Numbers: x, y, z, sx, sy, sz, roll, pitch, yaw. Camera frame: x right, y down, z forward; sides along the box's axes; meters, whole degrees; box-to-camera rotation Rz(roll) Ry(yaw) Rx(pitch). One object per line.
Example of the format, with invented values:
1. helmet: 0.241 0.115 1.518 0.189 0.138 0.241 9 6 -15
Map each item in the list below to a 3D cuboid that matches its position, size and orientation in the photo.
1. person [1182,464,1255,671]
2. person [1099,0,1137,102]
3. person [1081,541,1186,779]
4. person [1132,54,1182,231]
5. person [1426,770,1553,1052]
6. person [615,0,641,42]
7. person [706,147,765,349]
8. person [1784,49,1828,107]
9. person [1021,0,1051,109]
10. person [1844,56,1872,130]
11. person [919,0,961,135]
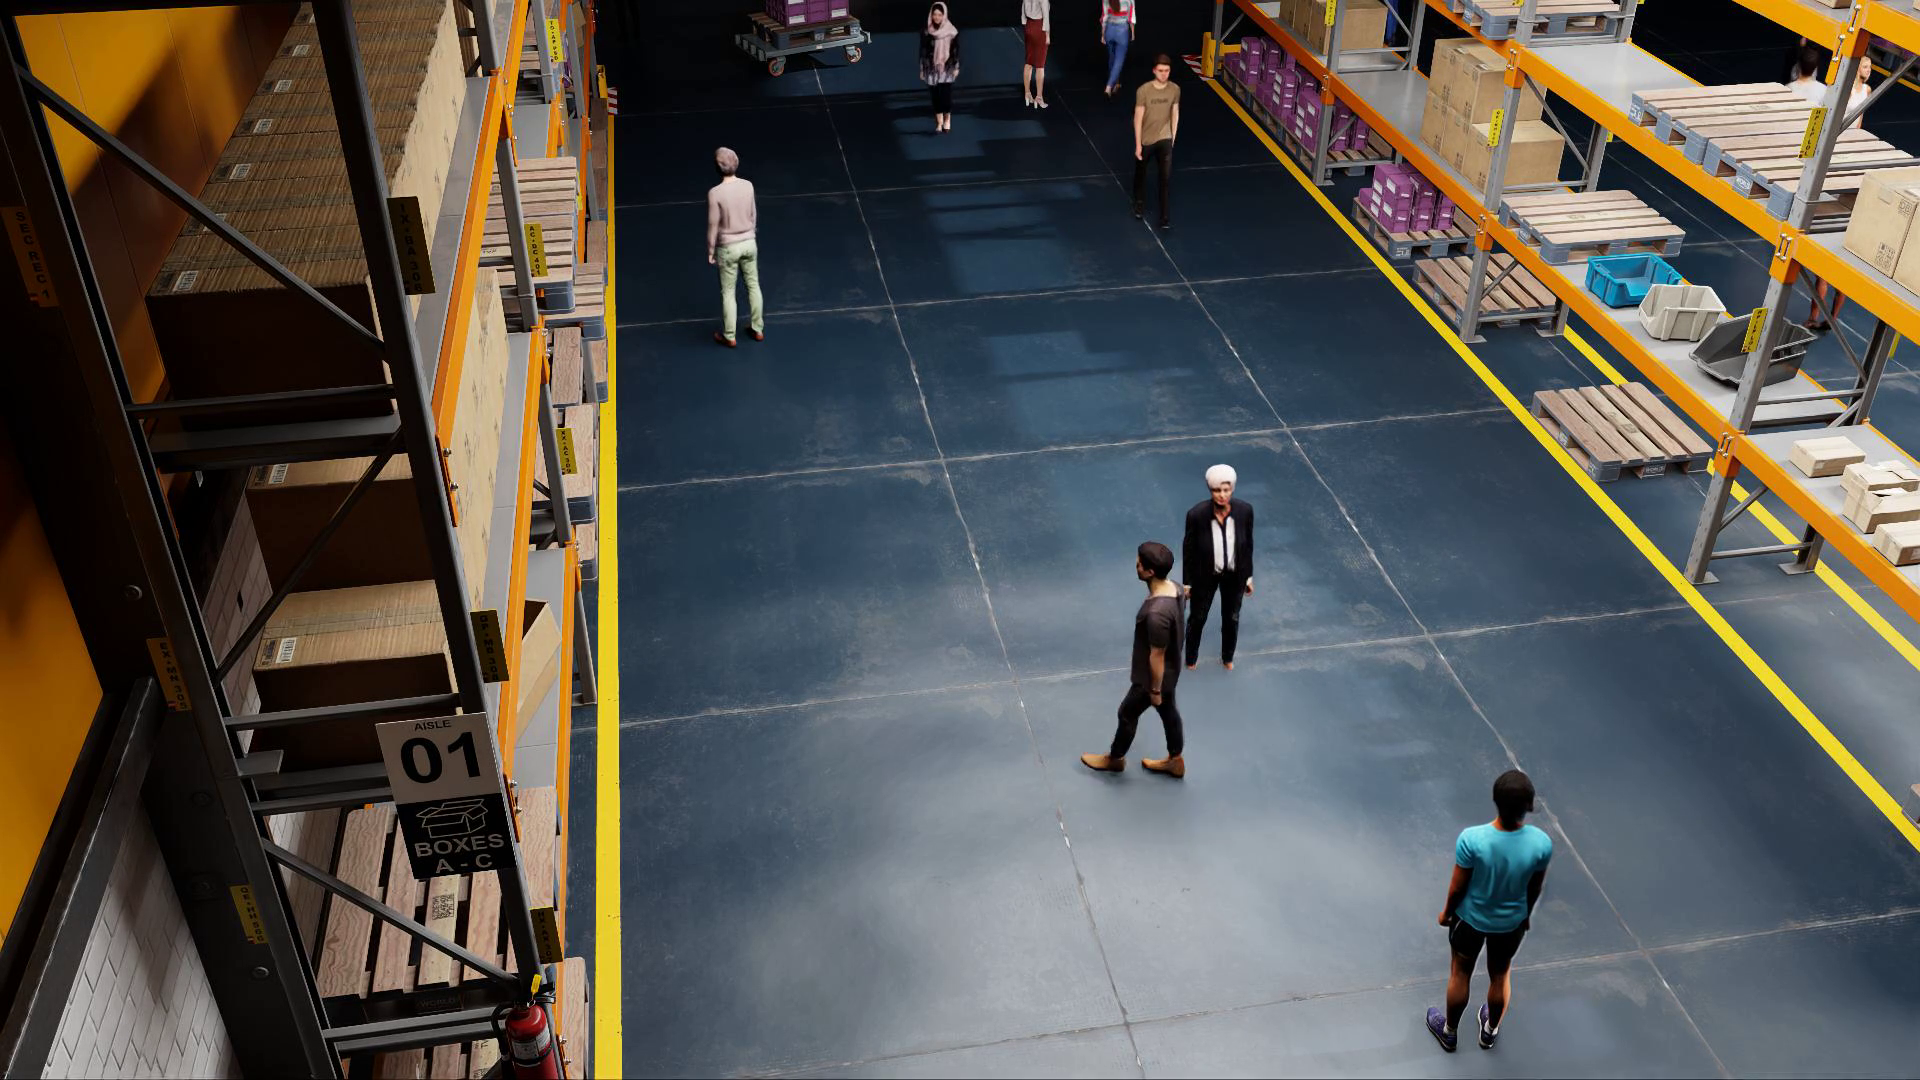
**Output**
1. person: 1.764 0.241 11.093 0.767 1.777 0.622 -1 34 -2
2. person: 1.952 -6.327 20.933 0.957 1.589 1.095 15 36 21
3. person: 1.279 0.788 10.139 0.945 1.688 0.941 12 35 17
4. person: 2.016 -4.232 17.588 0.665 1.804 1.162 -5 34 -7
5. person: 2.677 1.895 8.394 0.655 1.776 0.586 1 34 1
6. person: -4.684 -7.801 23.033 0.772 1.719 0.755 -21 39 -29
7. person: -2.021 -2.658 15.160 0.787 1.870 0.786 -22 39 -29
8. person: 8.735 -4.160 17.426 1.027 1.863 1.211 11 35 15
9. person: 0.951 -6.265 20.693 0.731 1.751 0.615 -25 41 -32
10. person: 9.269 -4.217 17.566 0.678 1.801 0.660 -15 36 -21
11. person: -0.234 -5.681 19.942 0.738 1.610 0.774 9 35 13
